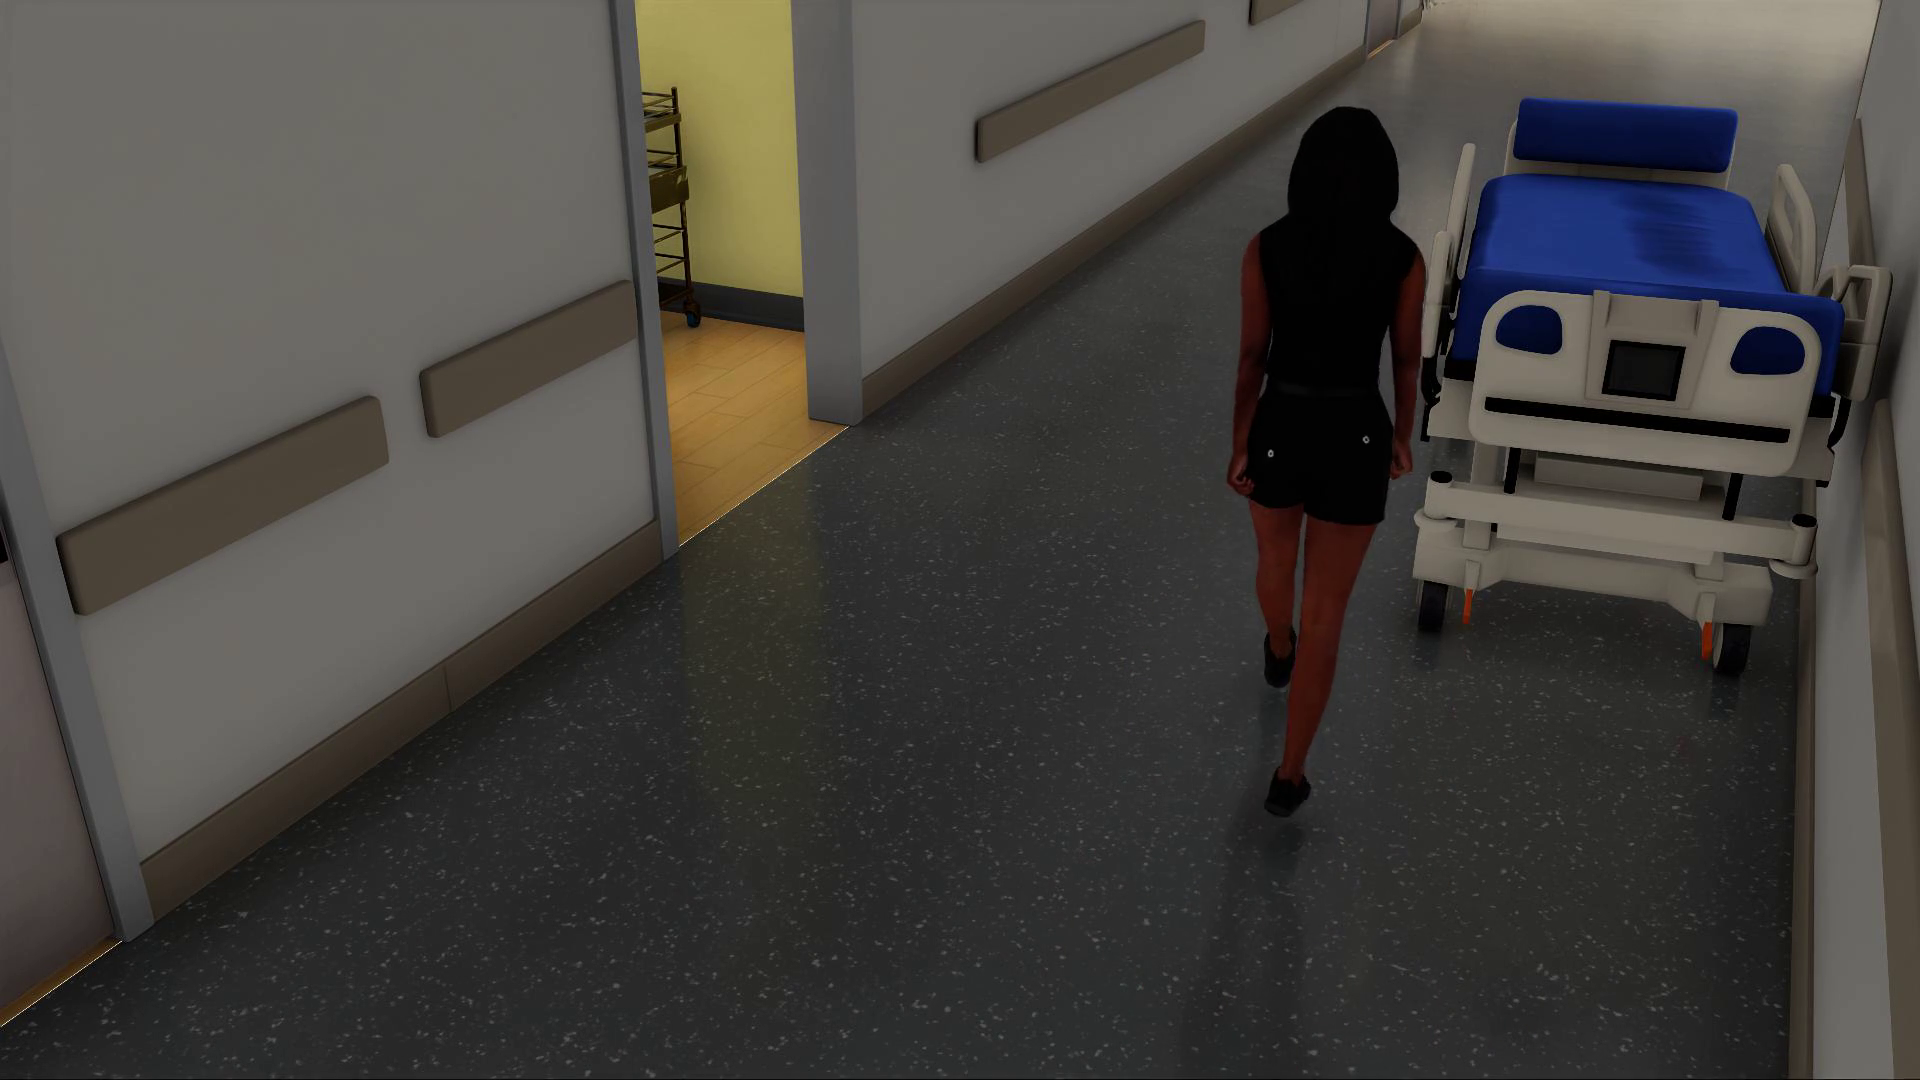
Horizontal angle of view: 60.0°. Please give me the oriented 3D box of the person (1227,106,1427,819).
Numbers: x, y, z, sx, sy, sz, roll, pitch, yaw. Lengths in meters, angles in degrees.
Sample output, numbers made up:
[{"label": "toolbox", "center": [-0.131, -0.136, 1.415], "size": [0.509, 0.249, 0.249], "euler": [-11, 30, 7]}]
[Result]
[{"label": "person", "center": [0.869, -0.132, 4.063], "size": [1.200, 1.689, 0.830], "euler": [6, 26, 13]}]
